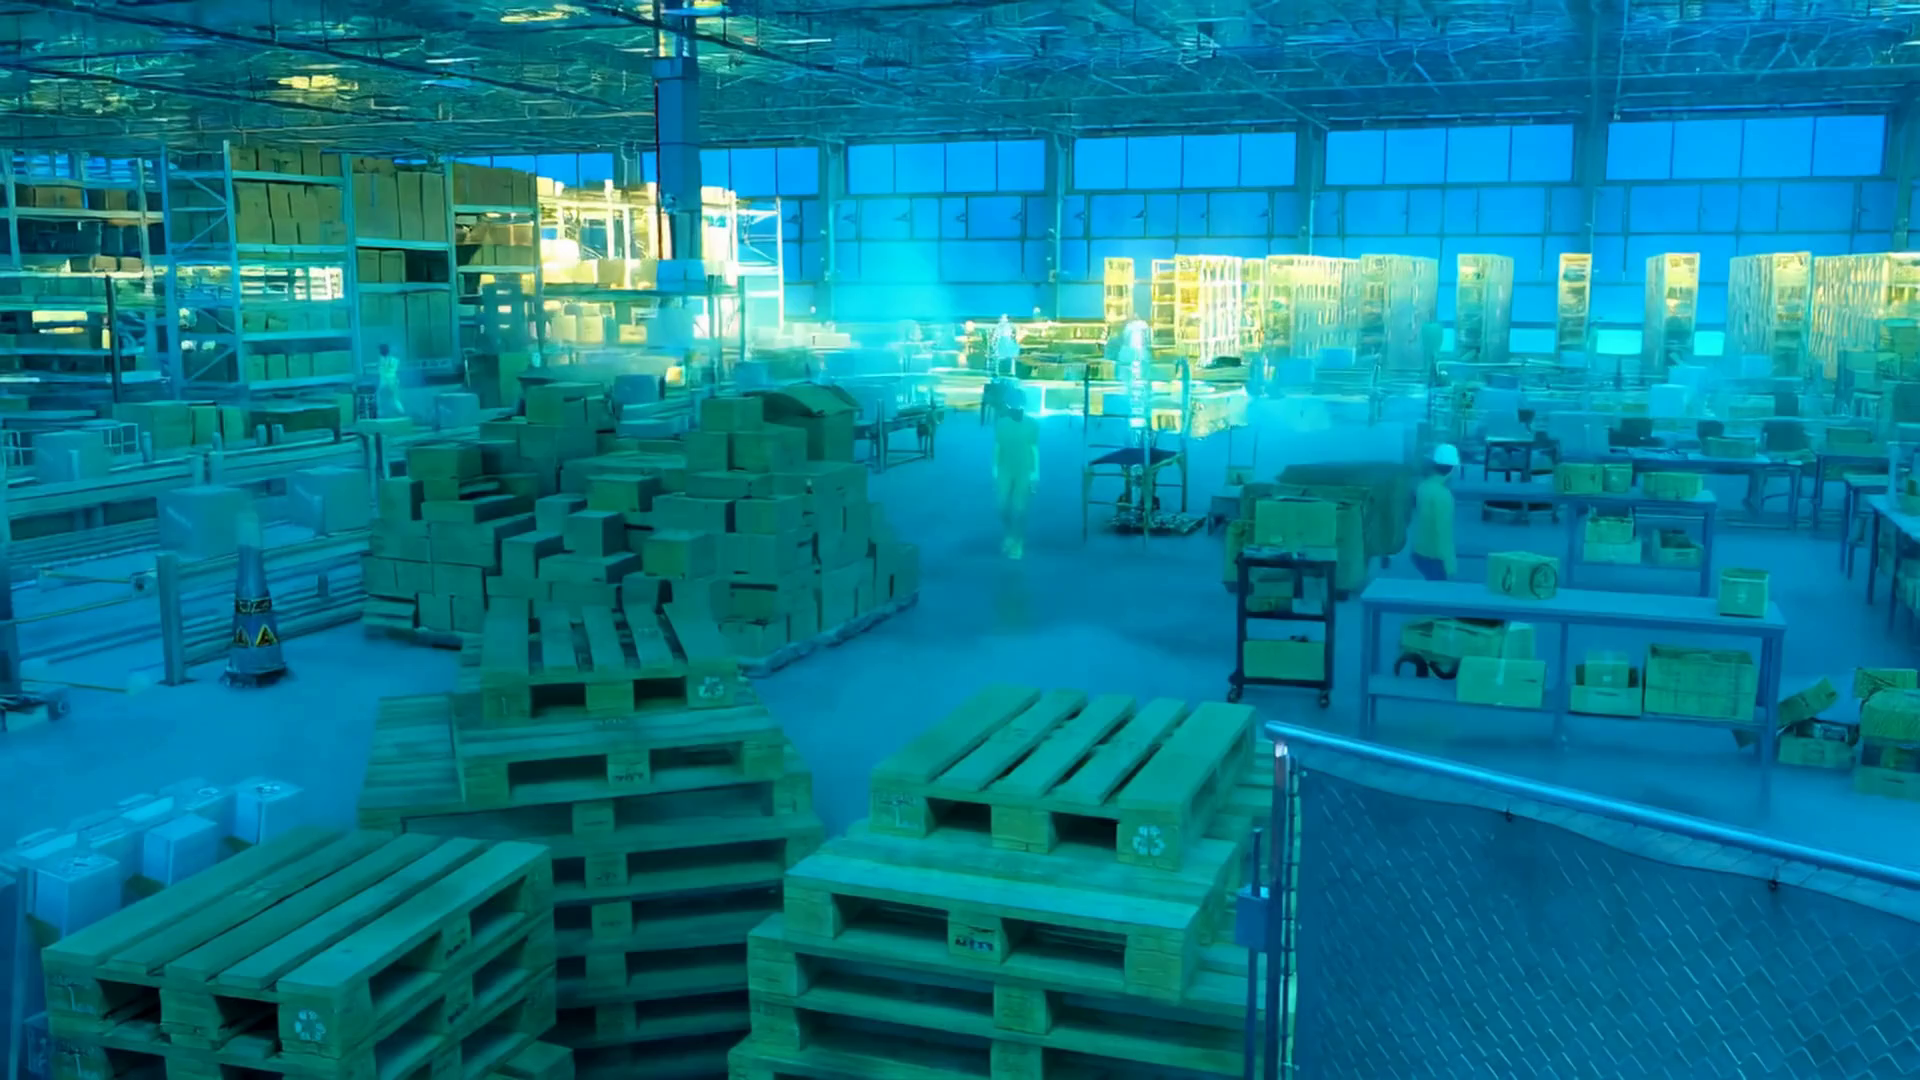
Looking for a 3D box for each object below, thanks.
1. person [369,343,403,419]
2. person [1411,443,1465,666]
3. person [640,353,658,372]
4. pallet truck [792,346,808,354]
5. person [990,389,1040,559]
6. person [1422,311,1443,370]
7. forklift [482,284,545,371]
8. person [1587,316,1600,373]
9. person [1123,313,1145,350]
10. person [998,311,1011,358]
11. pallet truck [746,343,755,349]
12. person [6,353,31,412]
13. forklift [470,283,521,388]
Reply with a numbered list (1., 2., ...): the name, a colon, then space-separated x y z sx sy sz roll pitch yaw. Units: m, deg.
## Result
1. person: -11.655 -3.153 33.738 0.539 1.651 0.872 4 10 24
2. person: 3.686 0.121 12.849 0.383 1.746 0.537 -1 9 -5
3. person: -8.348 -4.894 44.767 0.523 1.625 0.383 -1 9 -6
4. pallet truck: -3.705 -4.298 42.022 0.653 1.274 1.630 3 10 20
5. person: 0.599 -0.724 17.906 0.548 1.838 0.577 3 9 16
6. person: 14.015 -5.798 49.342 0.622 1.961 0.863 3 9 17
7. forklift: -10.832 -4.702 39.610 1.129 2.768 1.873 3 10 20
8. person: 18.665 -5.673 49.016 0.505 1.826 0.579 4 10 24
9. person: 5.321 -6.004 50.893 0.673 1.881 0.785 0 9 2
10. person: 1.641 -7.507 60.781 0.489 1.743 0.323 0 9 -3
11. pallet truck: -6.183 -4.618 44.264 1.601 1.201 0.680 -9 12 -43
12. person: -14.845 -2.054 26.311 0.625 1.813 0.471 4 10 22
13. forklift: -12.131 -5.450 44.312 1.129 2.768 1.873 3 10 20
